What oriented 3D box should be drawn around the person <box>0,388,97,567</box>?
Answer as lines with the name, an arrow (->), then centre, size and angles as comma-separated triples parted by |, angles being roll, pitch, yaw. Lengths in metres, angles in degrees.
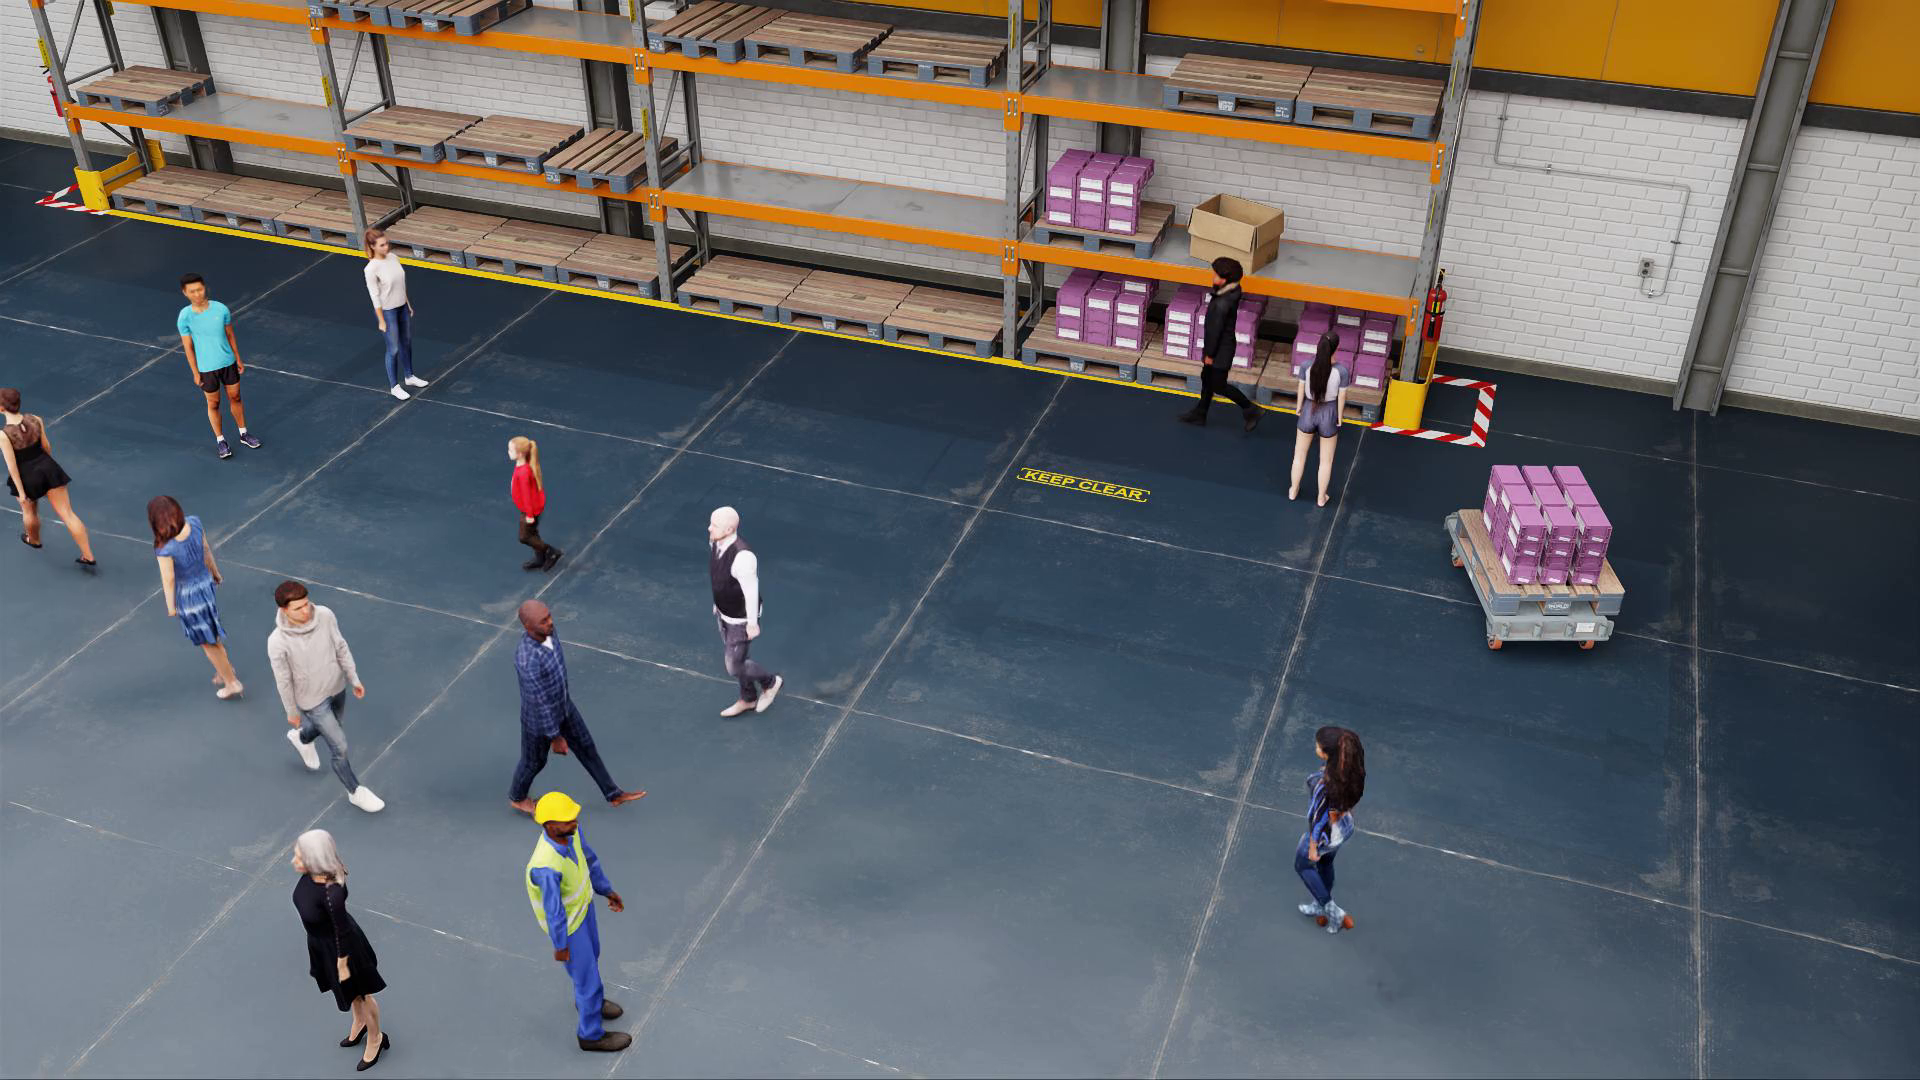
person -> -7.534, -0.472, 13.682 | 1.180, 1.622, 0.731 | 18, 38, 25

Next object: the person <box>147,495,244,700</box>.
person -> -5.493, 0.450, 12.140 | 0.772, 1.794, 0.747 | 4, 34, 6

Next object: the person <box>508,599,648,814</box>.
person -> -2.828, 1.167, 11.095 | 1.217, 1.757, 0.782 | 6, 34, 8

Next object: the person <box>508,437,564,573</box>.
person -> -3.493, -0.282, 13.711 | 0.692, 1.273, 0.628 | -7, 34, -10

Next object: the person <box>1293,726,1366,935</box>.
person -> 2.326, 1.829, 10.229 | 0.786, 1.613, 0.839 | -27, 42, -34

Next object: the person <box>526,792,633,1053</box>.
person -> -2.274, 2.131, 9.600 | 0.815, 1.807, 0.794 | 4, 34, 6

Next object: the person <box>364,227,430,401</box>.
person -> -5.540, -2.226, 16.234 | 0.524, 1.719, 0.620 | 13, 36, 19

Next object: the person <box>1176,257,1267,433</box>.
person -> 2.507, -1.780, 15.528 | 1.100, 1.758, 0.708 | 7, 34, 11

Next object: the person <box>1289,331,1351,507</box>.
person -> 3.140, -1.059, 14.545 | 0.454, 1.646, 0.659 | 14, 36, 20

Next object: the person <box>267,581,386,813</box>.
person -> -4.403, 0.995, 11.291 | 1.207, 1.826, 0.776 | 17, 37, 24

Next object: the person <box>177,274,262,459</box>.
person -> -6.845, -1.620, 15.270 | 0.689, 1.776, 0.687 | -26, 41, -33

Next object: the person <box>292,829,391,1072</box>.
person -> -3.517, 2.303, 9.394 | 0.754, 1.747, 0.660 | -24, 40, -31

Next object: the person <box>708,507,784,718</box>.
person -> -1.529, 0.524, 12.016 | 0.922, 1.808, 0.851 | -20, 39, -28
